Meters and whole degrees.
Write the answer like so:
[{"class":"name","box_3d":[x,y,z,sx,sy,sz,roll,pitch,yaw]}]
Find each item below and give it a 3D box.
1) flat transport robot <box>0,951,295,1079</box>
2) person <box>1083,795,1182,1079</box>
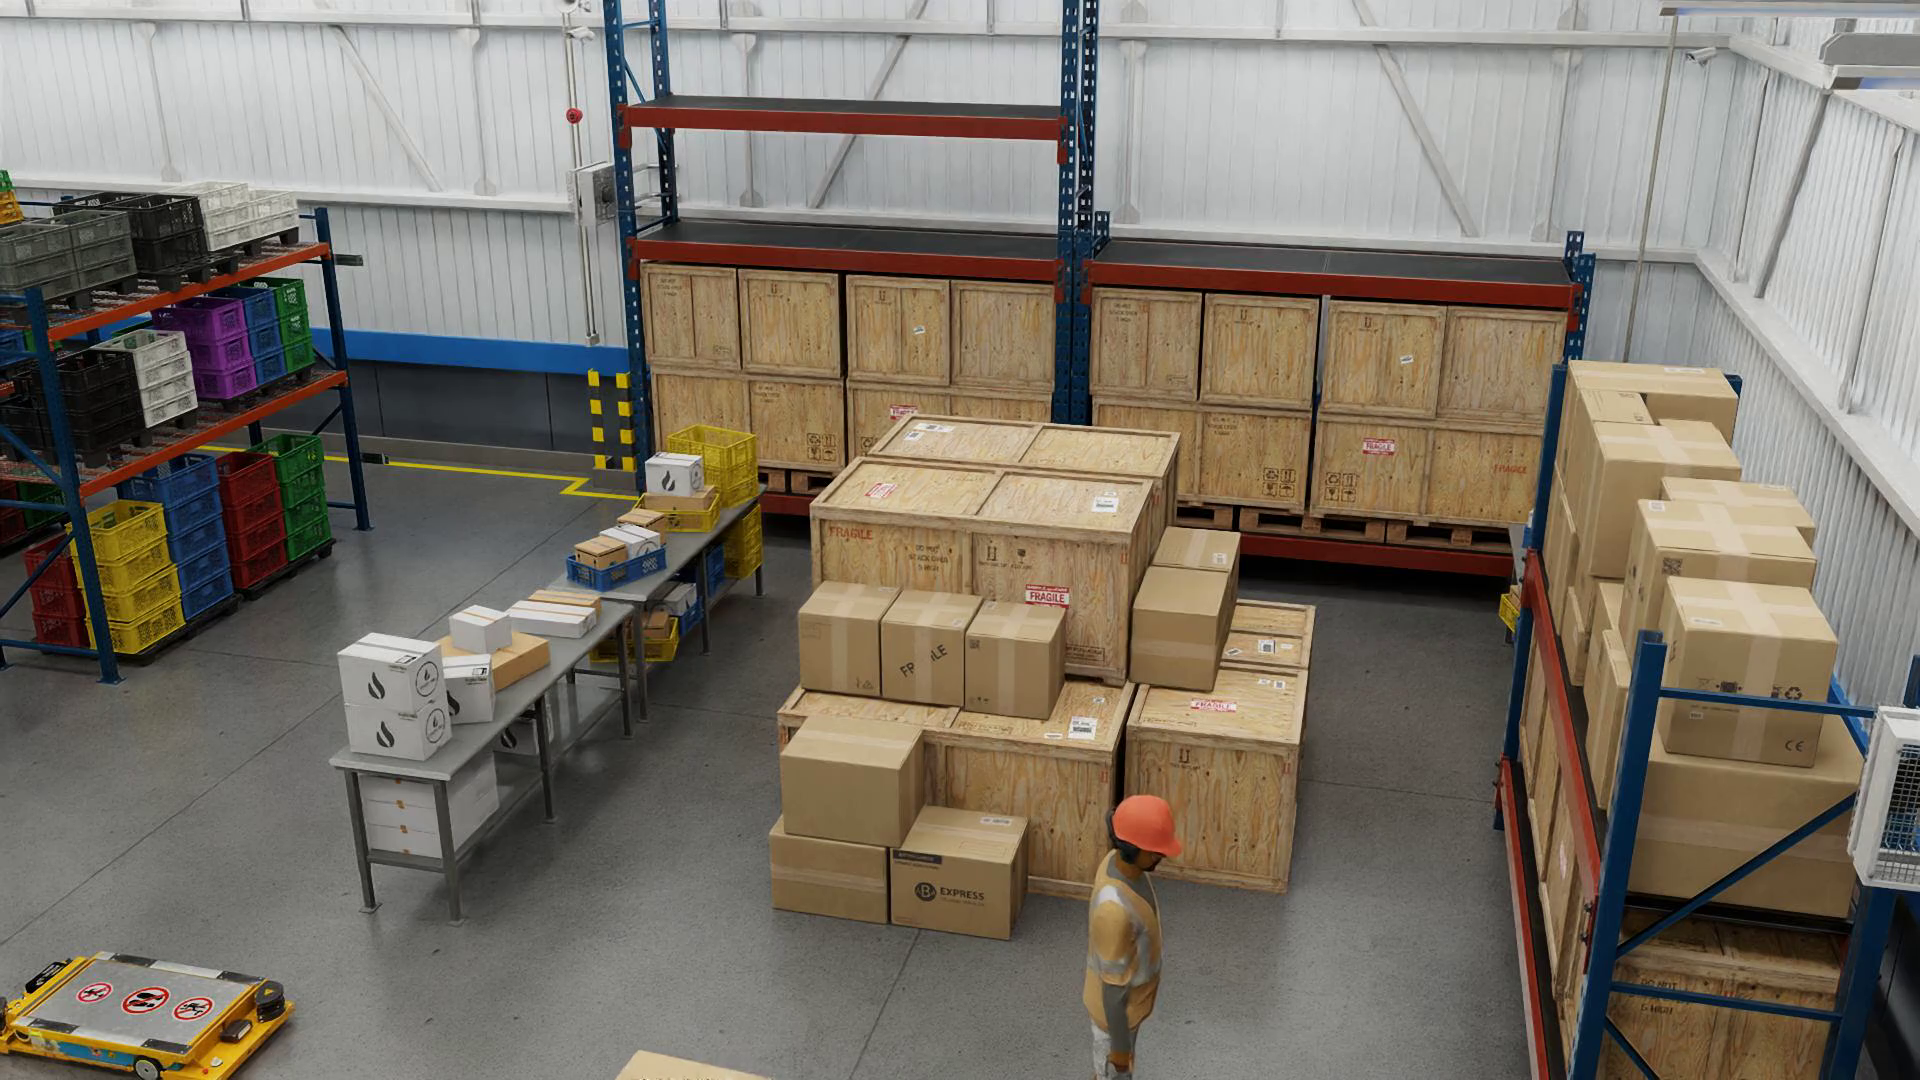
[{"class":"flat transport robot","box_3d":[-4.270,2.464,8.601,1.431,0.231,0.659,5,22,13]},{"class":"person","box_3d":[0.739,2.023,7.285,0.388,2.034,0.605,4,21,10]}]
